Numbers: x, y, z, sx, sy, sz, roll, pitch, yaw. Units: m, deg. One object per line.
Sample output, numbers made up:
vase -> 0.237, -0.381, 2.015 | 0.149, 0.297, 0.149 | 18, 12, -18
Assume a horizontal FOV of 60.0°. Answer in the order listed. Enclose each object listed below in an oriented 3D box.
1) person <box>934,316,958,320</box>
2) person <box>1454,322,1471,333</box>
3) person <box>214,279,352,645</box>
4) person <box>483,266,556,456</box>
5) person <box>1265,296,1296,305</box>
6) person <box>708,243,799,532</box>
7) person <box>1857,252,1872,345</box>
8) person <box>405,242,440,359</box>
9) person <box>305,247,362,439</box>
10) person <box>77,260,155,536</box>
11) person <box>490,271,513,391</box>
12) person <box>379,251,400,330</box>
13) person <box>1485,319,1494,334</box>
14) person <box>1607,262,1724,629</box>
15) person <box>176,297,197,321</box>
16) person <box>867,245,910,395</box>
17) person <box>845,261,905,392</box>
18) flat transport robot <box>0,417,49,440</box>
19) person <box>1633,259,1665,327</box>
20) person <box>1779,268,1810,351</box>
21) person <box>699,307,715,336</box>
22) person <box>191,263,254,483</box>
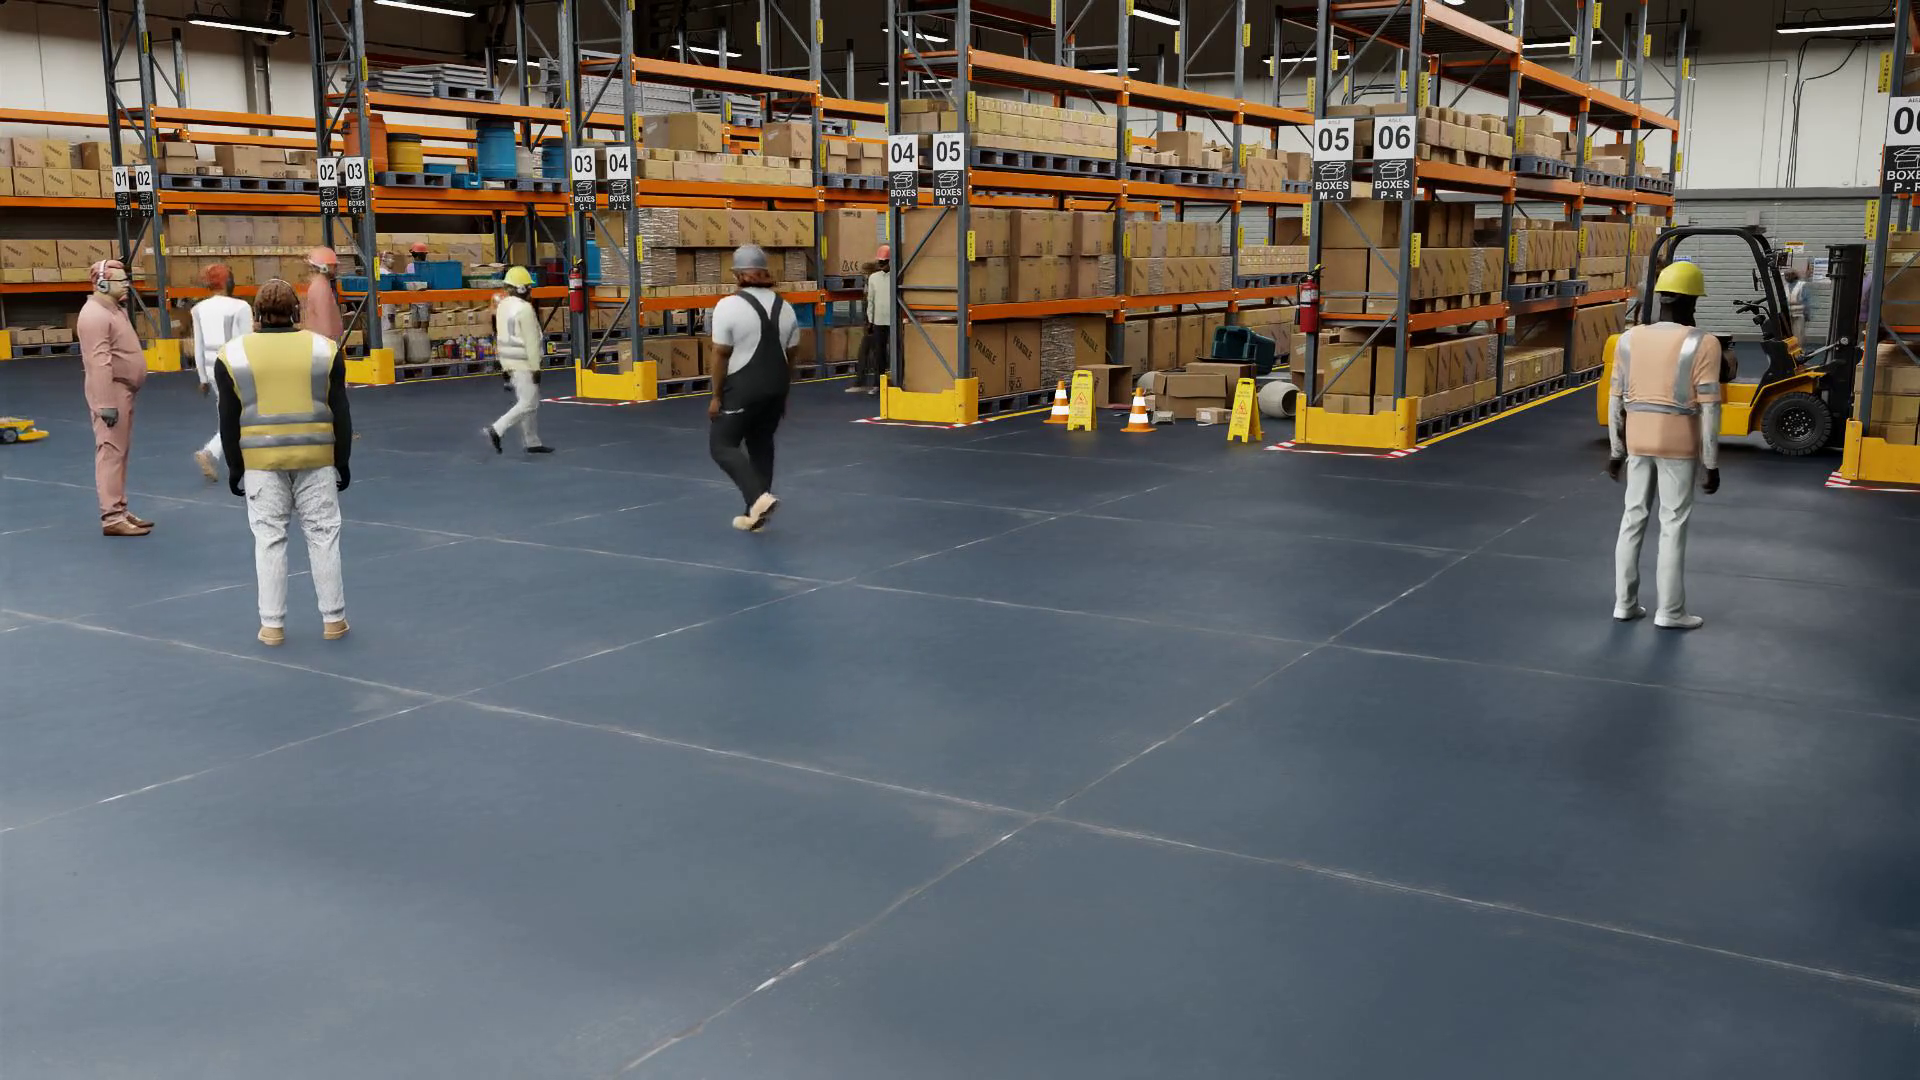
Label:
person -> -0.208, -3.174, 24.712 | 0.530, 1.596, 0.851 | 8, 13, 37
person -> 8.462, -3.912, 28.039 | 0.564, 1.884, 1.019 | 6, 12, 29
person -> -3.402, -0.388, 8.424 | 0.626, 1.844, 0.429 | -5, 11, -24
person -> -4.179, -1.667, 15.658 | 0.676, 1.817, 0.602 | -8, 13, -36
person -> 6.493, -4.878, 33.442 | 0.571, 1.902, 0.894 | 7, 12, 33
person -> -1.443, -1.040, 11.517 | 0.615, 2.000, 0.700 | 10, 14, 43
person -> 12.823, -3.176, 23.829 | 0.587, 1.918, 0.397 | 6, 12, 30
person -> -9.313, -4.121, 28.769 | 0.607, 2.044, 0.375 | 9, 13, 40
person -> -6.498, -1.990, 16.993 | 0.542, 1.983, 0.634 | -4, 11, -21
person -> -5.869, -0.987, 11.594 | 0.399, 1.908, 0.643 | -3, 11, -18
person -> -6.203, -2.882, 22.929 | 0.534, 1.653, 0.910 | -1, 10, -8
person -> -9.148, -3.668, 26.622 | 0.400, 1.905, 0.643 | -6, 12, -29
person -> 9.987, -4.442, 30.950 | 0.610, 1.916, 0.436 | -2, 10, -8
person -> 3.716, -0.495, 8.782 | 0.384, 1.923, 0.621 | -8, 13, -37
person -> -14.384, -4.404, 30.665 | 0.626, 1.916, 0.964 | 8, 13, 40
person -> -0.954, -2.906, 22.102 | 0.612, 1.991, 0.392 | 4, 11, 21
person -> -1.100, -2.891, 22.647 | 0.922, 1.805, 0.512 | -2, 10, -13
flat transport robot -> -10.017, -1.073, 16.658 | 0.652, 0.197, 1.431 | 6, 12, 32
person -> 9.119, -2.778, 21.870 | 0.548, 1.815, 0.965 | 5, 11, 27
person -> 13.882, -3.708, 27.674 | 0.323, 1.615, 0.598 | -4, 11, -23
person -> -3.667, -3.441, 25.284 | 0.625, 1.934, 0.364 | 1, 10, 3
person -> -6.206, -1.390, 13.993 | 0.586, 1.860, 0.740 | 4, 11, 20
